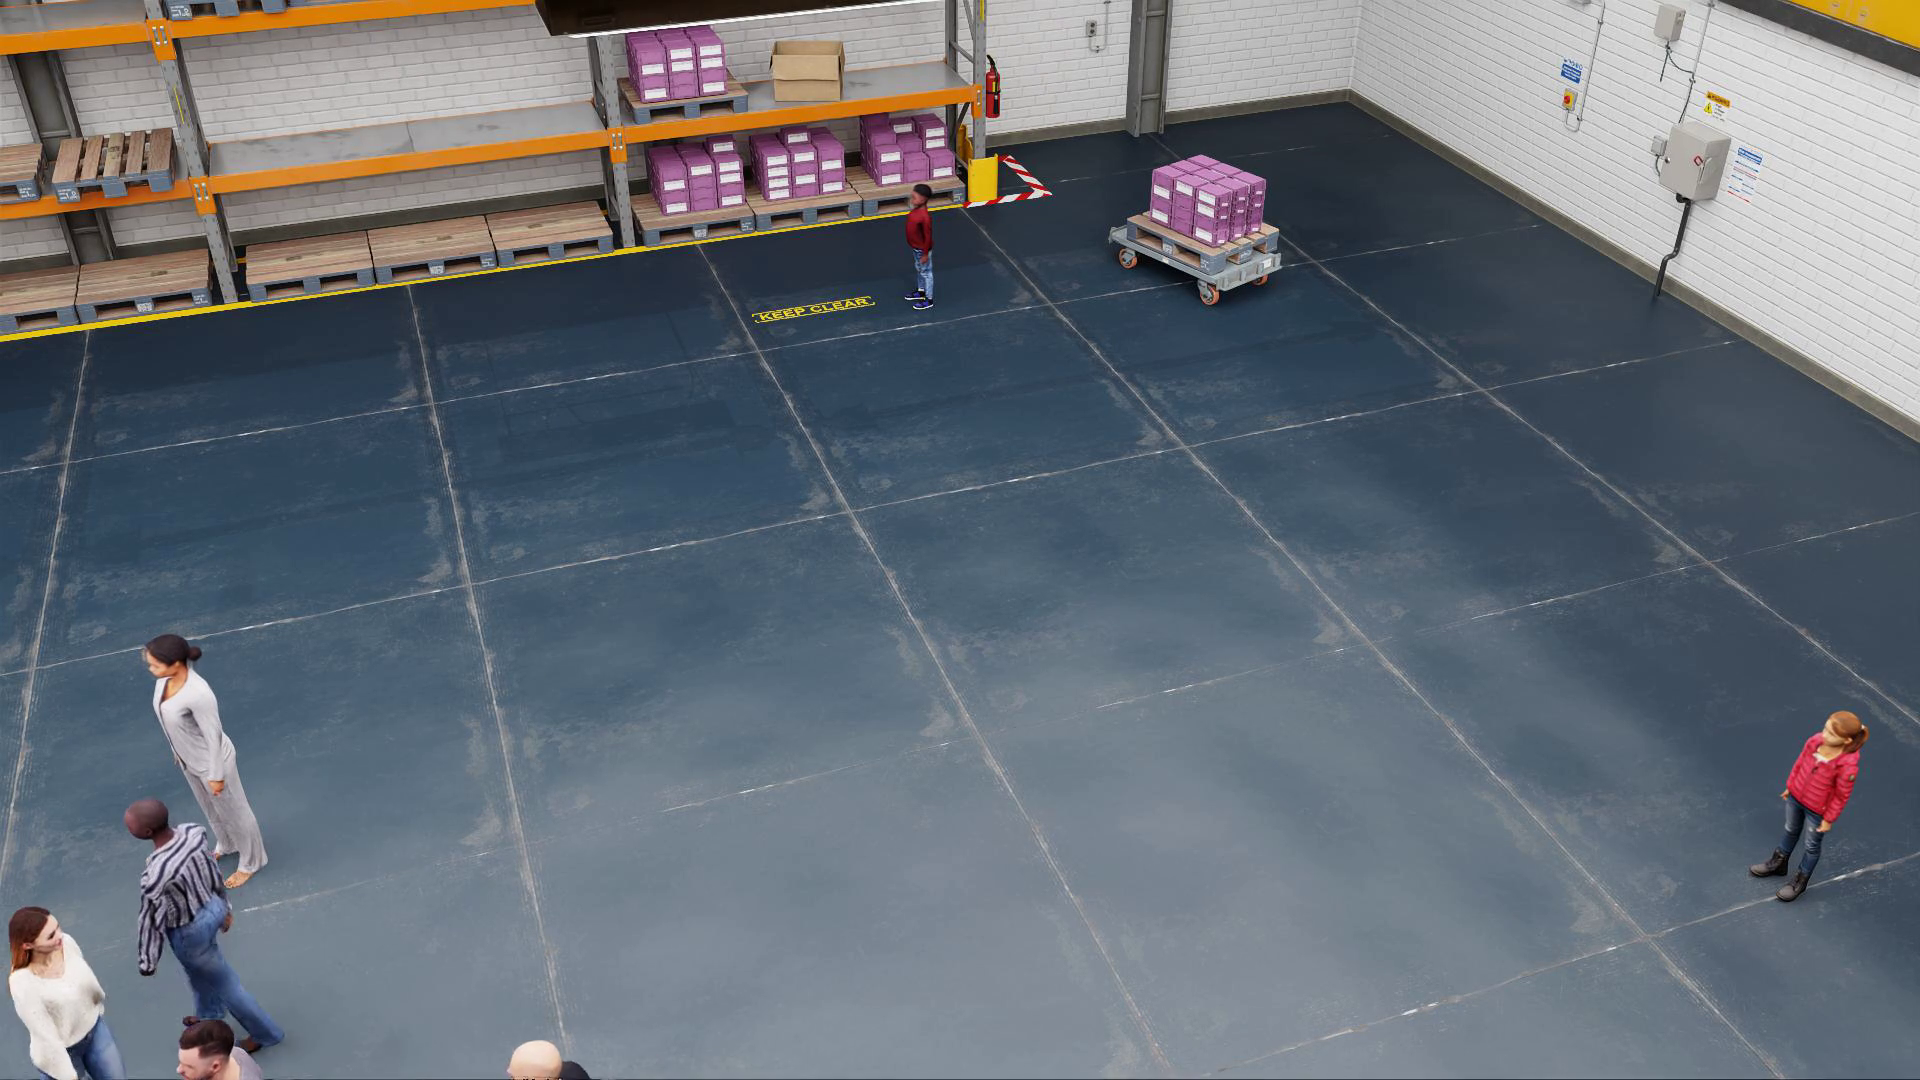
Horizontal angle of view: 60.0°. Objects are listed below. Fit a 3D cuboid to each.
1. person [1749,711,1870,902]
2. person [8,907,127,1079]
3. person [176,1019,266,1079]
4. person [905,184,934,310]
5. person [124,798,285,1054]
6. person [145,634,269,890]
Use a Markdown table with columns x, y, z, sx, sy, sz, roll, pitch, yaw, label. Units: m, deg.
| x | y | z | sx | sy | sz | roll | pitch | yaw | label |
| --- | --- | --- | --- | --- | --- | --- | --- | --- | --- |
| 4.934 | 1.509 | 9.601 | 0.483 | 1.318 | 0.506 | -11 | 35 | -16 | person |
| -4.311 | 2.406 | 7.935 | 1.112 | 1.668 | 0.949 | 7 | 34 | 10 | person |
| -3.004 | 2.722 | 7.371 | 1.162 | 1.825 | 0.823 | -21 | 39 | -29 | person |
| -0.370 | -2.894 | 16.281 | 0.472 | 1.255 | 0.499 | -11 | 35 | -16 | person |
| -3.772 | 2.005 | 8.444 | 0.938 | 1.773 | 0.790 | 1 | 34 | 1 | person |
| -4.374 | 1.237 | 9.629 | 0.718 | 1.740 | 0.724 | 24 | 40 | 31 | person |
